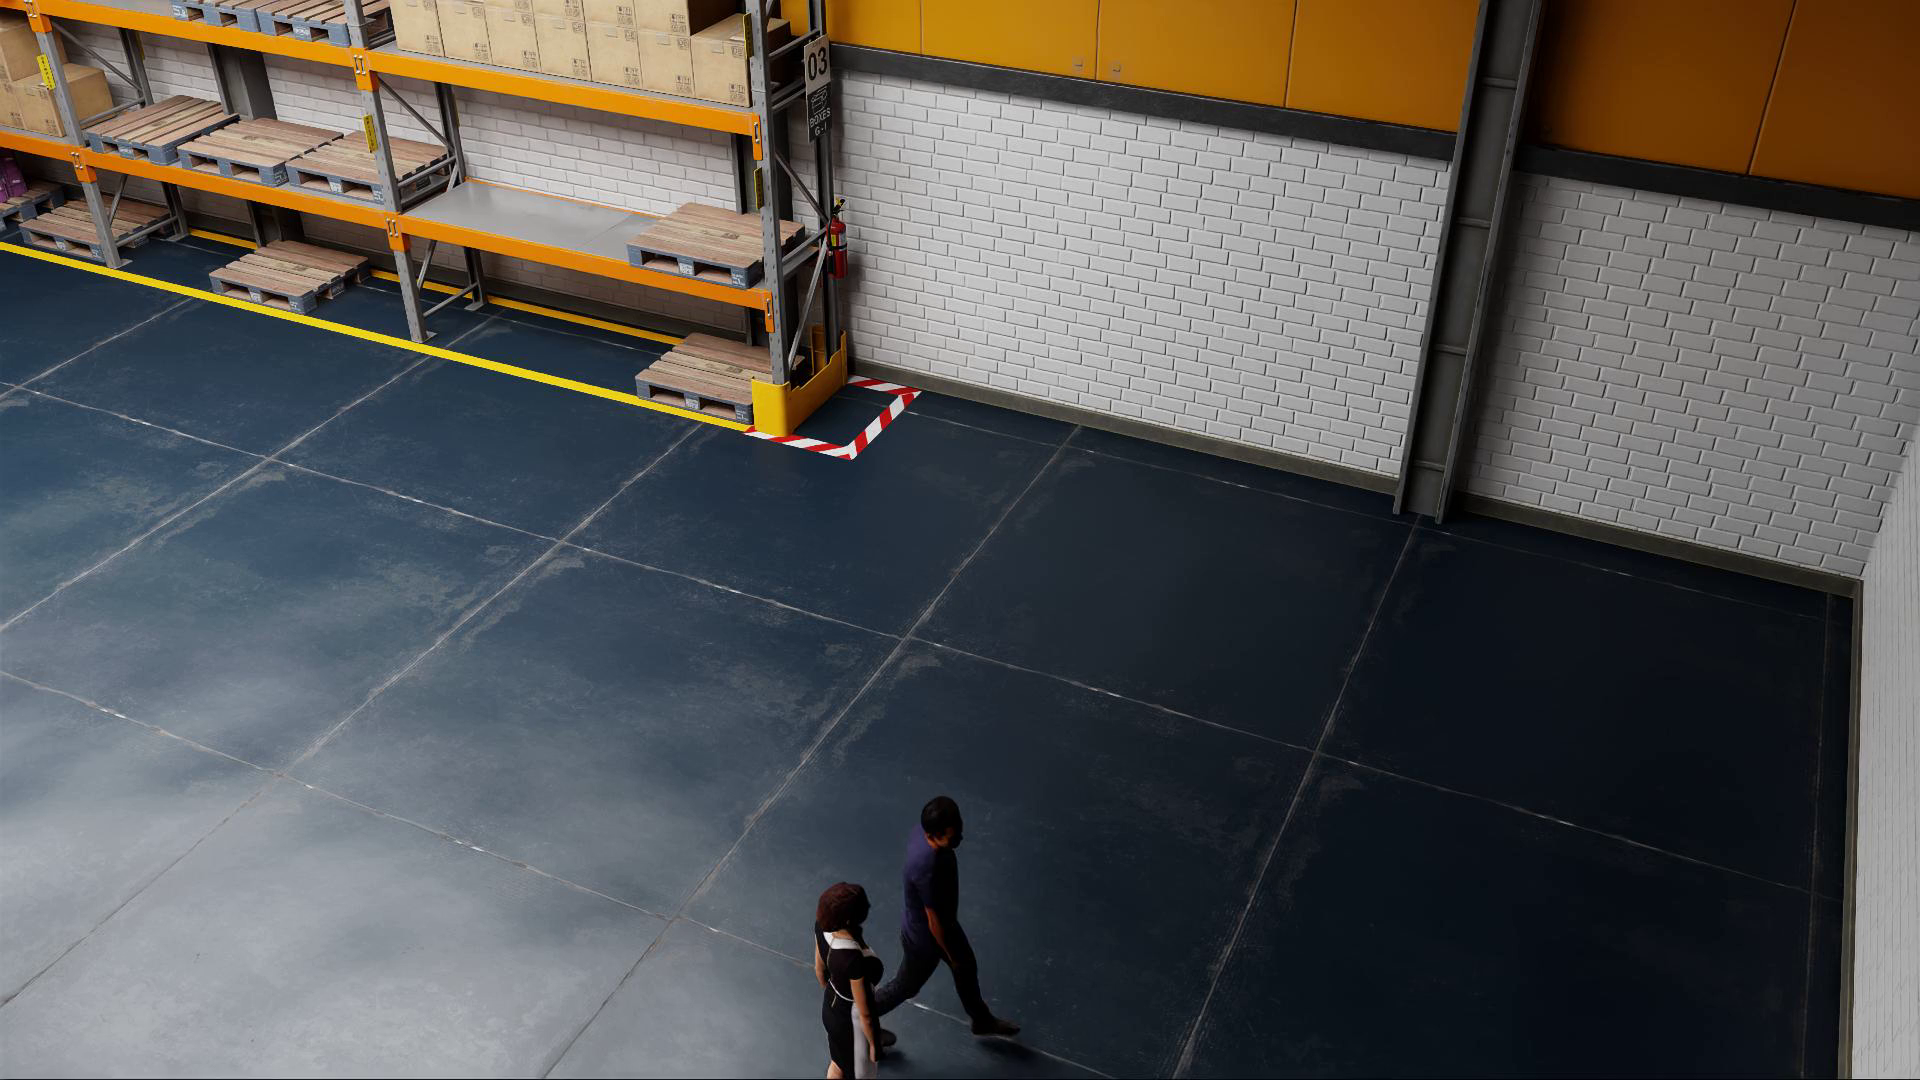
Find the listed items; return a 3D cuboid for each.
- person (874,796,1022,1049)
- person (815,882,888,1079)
[{"bbox_3d":[-0.247,1.994,8.436,1.208,1.736,0.829,5,34,7],"label":"person"},{"bbox_3d":[-0.517,2.306,7.913,0.711,1.796,0.592,-20,39,-28],"label":"person"}]
